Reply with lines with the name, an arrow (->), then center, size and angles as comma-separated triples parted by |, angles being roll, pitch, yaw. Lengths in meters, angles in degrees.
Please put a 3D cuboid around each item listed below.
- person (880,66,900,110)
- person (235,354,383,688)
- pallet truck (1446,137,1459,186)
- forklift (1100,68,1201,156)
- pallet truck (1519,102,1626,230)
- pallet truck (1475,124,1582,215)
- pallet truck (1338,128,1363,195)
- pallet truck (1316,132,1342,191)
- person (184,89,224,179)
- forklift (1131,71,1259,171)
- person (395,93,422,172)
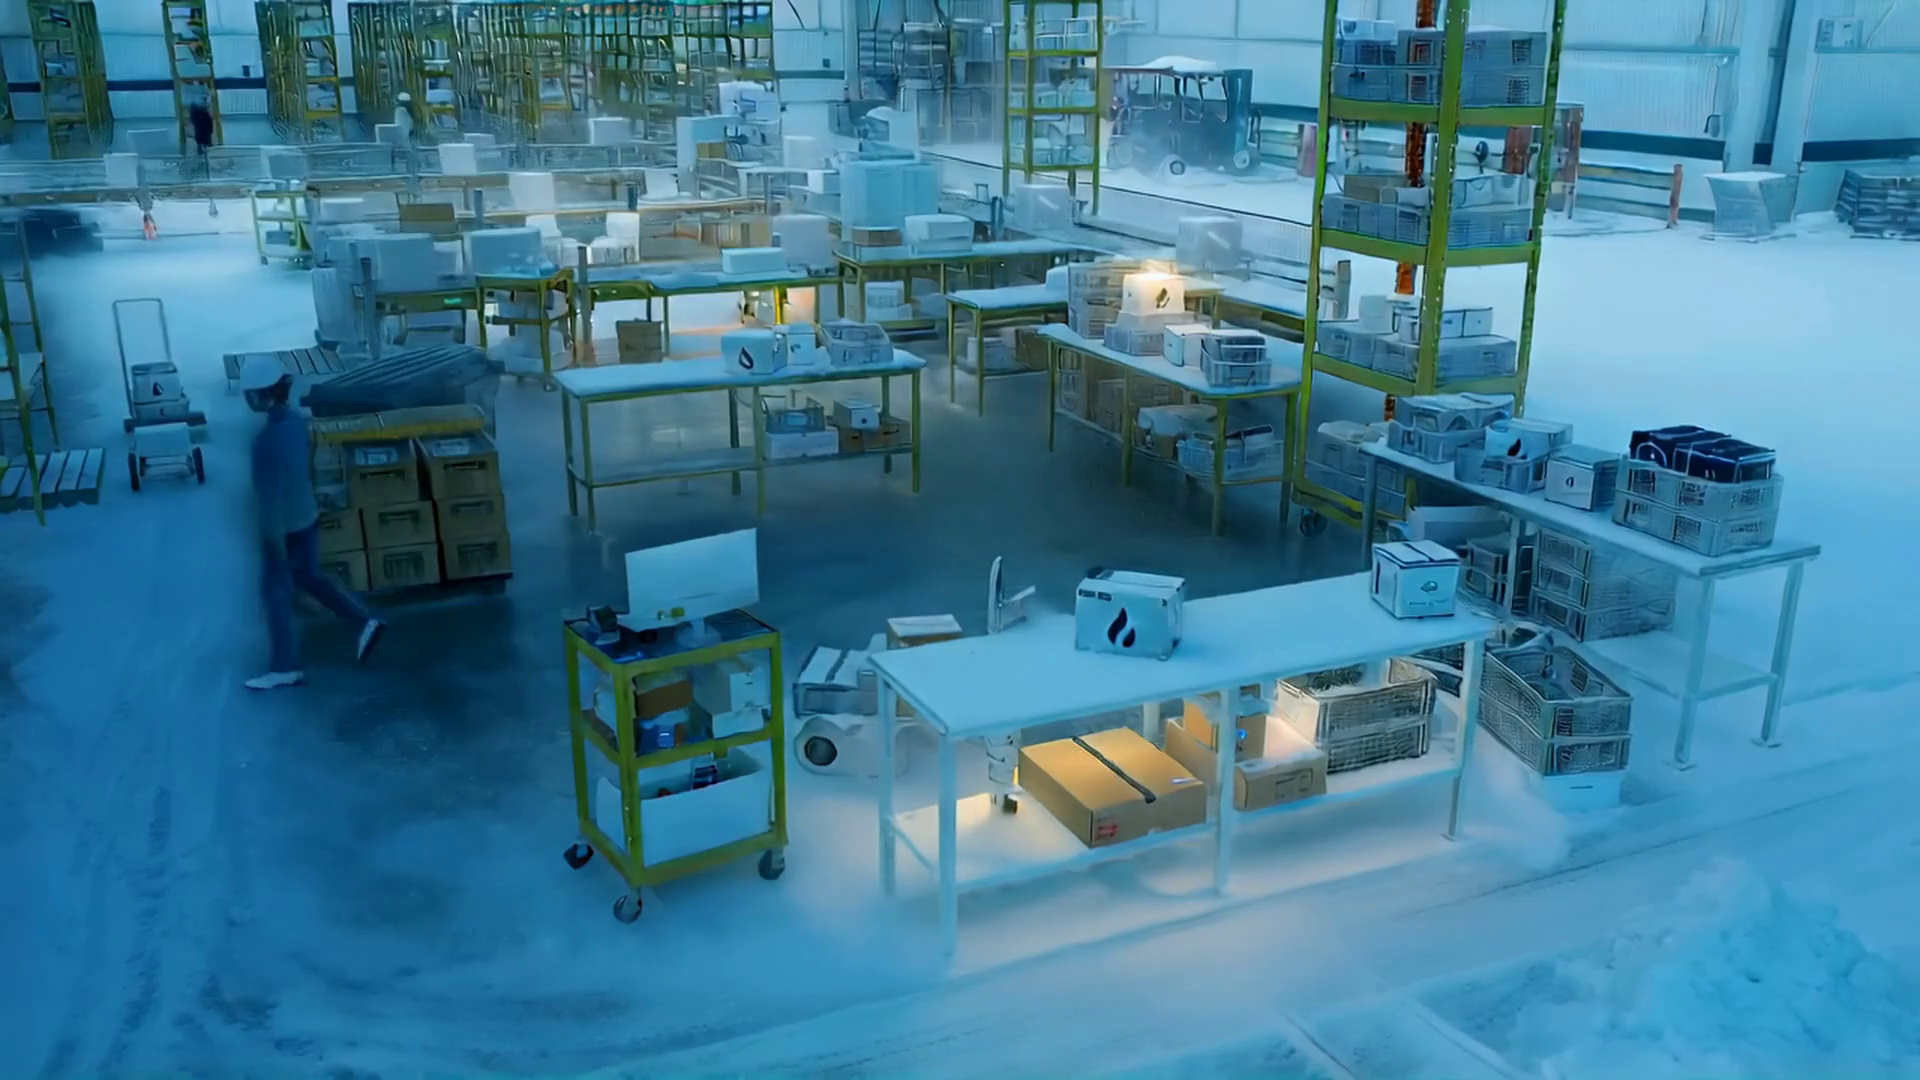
person -> -2.104, -13.316, 50.032 | 0.646, 1.804, 0.639 | 12, 21, 33
person -> -3.372, -0.094, 8.472 | 0.618, 1.746, 0.541 | 0, 18, -1
pallet truck -> 9.184, -6.485, 29.328 | 1.630, 1.274, 0.653 | -8, 19, -23
forklift -> 4.082, -9.564, 37.410 | 2.680, 1.987, 1.157 | -8, 19, -23
pallet truck -> 9.972, -6.037, 26.785 | 1.885, 1.965, 0.823 | -9, 20, -25
pallet truck -> 9.707, -6.455, 28.103 | 1.885, 1.965, 0.823 | -7, 19, -20
pallet truck -> 7.845, -7.140, 31.411 | 1.522, 1.261, 0.704 | -9, 20, -25
pallet truck -> 7.723, -7.504, 32.656 | 1.601, 1.201, 0.680 | -8, 19, -23
person -> -15.382, -8.169, 33.693 | 0.808, 1.884, 0.643 | -4, 18, -13
forklift -> 4.998, -8.936, 35.413 | 2.680, 1.987, 1.157 | -9, 20, -25
person -> -10.996, -8.048, 33.411 | 0.690, 1.810, 0.625 | -7, 19, -22
